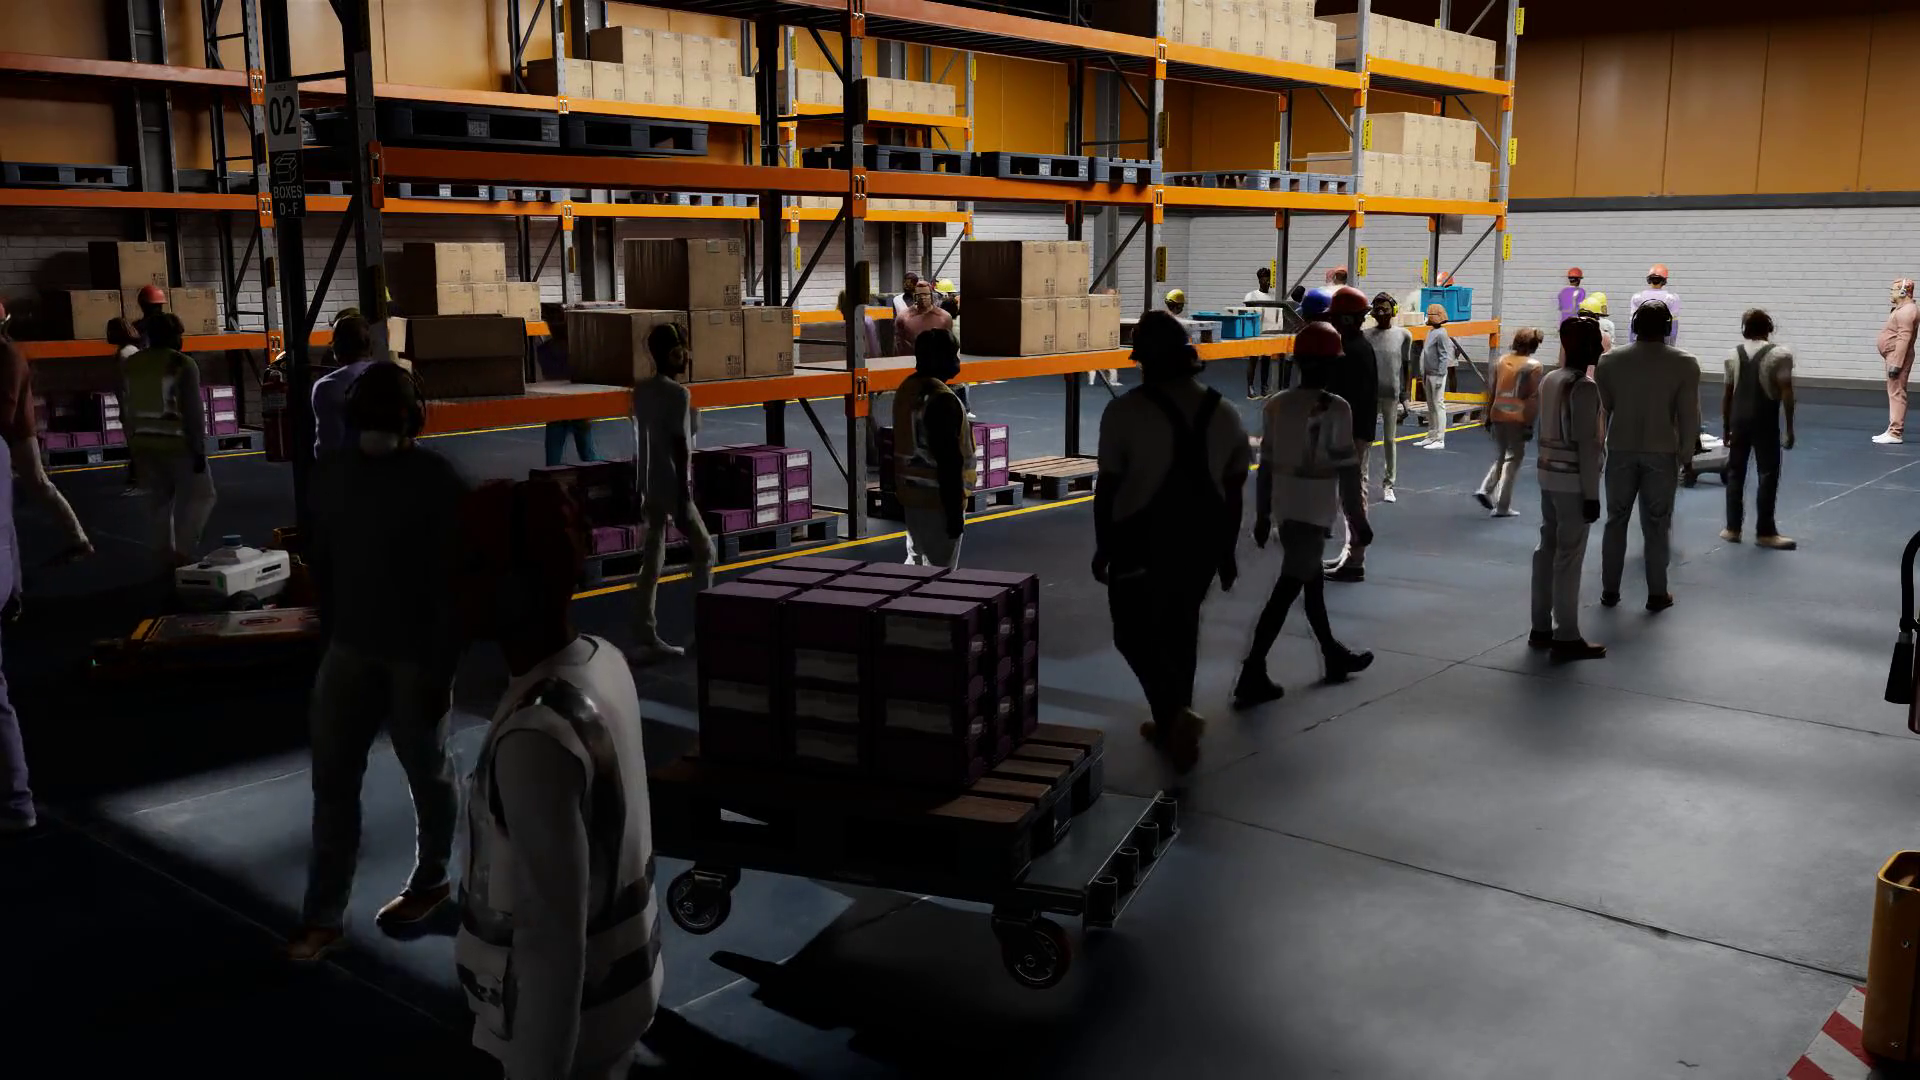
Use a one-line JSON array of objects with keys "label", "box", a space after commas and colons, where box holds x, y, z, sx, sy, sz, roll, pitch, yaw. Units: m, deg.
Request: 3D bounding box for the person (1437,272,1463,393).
[{"label": "person", "box": [6.621, -2.700, 22.808, 0.542, 1.932, 0.383, 8, 13, 39]}]

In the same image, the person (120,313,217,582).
[{"label": "person", "box": [-5.329, -0.614, 11.224, 0.632, 1.823, 0.439, 3, 10, 15]}]

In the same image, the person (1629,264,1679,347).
[{"label": "person", "box": [9.265, -2.659, 22.238, 0.609, 2.044, 0.393, 6, 11, 30]}]

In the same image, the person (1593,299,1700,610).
[{"label": "person", "box": [4.276, -0.533, 10.433, 0.635, 1.937, 0.353, 6, 12, 30]}]

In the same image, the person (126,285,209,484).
[{"label": "person", "box": [-7.781, -1.520, 16.186, 0.568, 1.884, 1.001, 5, 11, 27]}]

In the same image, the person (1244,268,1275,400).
[{"label": "person", "box": [4.510, -3.070, 24.811, 0.609, 1.962, 0.364, -5, 11, -28]}]

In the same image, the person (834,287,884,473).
[{"label": "person", "box": [-1.002, -1.603, 16.677, 0.418, 1.883, 0.678, 3, 10, 16]}]

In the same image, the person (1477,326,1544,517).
[{"label": "person", "box": [4.647, -0.994, 13.984, 0.412, 1.610, 0.526, -5, 11, -25]}]

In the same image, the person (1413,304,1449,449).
[{"label": "person", "box": [5.341, -1.841, 18.747, 0.286, 1.634, 0.500, 0, 10, -2]}]

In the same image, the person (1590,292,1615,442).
[{"label": "person", "box": [7.378, -2.008, 19.384, 0.483, 1.745, 0.299, 8, 13, 38]}]

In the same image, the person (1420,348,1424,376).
[{"label": "person", "box": [8.332, -3.710, 29.375, 0.514, 1.639, 0.310, 4, 11, 23]}]

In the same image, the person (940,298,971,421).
[{"label": "person", "box": [-0.176, -2.139, 20.385, 0.852, 1.655, 0.536, -3, 10, -15]}]

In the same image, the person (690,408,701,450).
[{"label": "person", "box": [-2.771, -1.482, 16.197, 0.680, 1.814, 0.641, -8, 13, -38]}]

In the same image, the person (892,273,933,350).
[{"label": "person", "box": [-0.663, -2.785, 23.329, 0.590, 1.913, 0.393, 3, 10, 16]}]

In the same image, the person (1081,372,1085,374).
[{"label": "person", "box": [2.134, -3.872, 29.938, 0.316, 1.769, 0.525, 2, 10, 10]}]

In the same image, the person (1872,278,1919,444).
[{"label": "person", "box": [10.828, -2.064, 19.243, 0.408, 1.908, 0.645, 6, 11, 29]}]

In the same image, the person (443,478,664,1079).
[{"label": "person", "box": [-0.703, 0.826, 2.866, 0.373, 1.880, 0.598, -1, 10, -4]}]

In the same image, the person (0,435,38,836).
[{"label": "person", "box": [-3.898, 0.222, 6.273, 0.708, 1.882, 0.673, -2, 10, -11]}]

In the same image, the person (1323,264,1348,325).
[{"label": "person", "box": [5.757, -3.171, 25.231, 0.652, 2.019, 0.543, 1, 10, 5]}]

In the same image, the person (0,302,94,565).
[{"label": "person", "box": [-6.641, -0.735, 11.605, 0.602, 1.947, 1.048, 7, 12, 33]}]

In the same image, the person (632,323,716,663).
[{"label": "person", "box": [-1.517, -0.264, 9.155, 0.565, 1.844, 0.740, 10, 14, 44]}]

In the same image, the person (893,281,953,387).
[{"label": "person", "box": [-0.384, -1.798, 17.729, 0.651, 1.906, 0.403, -1, 10, -5]}]

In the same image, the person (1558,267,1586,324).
[{"label": "person", "box": [10.424, -3.661, 28.265, 0.399, 1.928, 0.597, -5, 11, -25]}]

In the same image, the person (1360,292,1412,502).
[{"label": "person", "box": [3.742, -1.265, 14.797, 0.532, 1.869, 0.311, 3, 10, 18]}]

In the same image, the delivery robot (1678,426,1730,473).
[{"label": "delivery robot", "box": [7.043, -0.845, 15.877, 0.707, 0.478, 0.477, -6, 12, -32]}]

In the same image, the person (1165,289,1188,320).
[{"label": "person", "box": [2.534, -2.087, 19.775, 0.533, 1.767, 0.327, 9, 14, 42]}]

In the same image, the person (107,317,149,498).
[{"label": "person", "box": [-7.548, -1.203, 15.116, 0.264, 1.632, 0.508, -3, 10, -15]}]

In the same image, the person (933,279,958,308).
[{"label": "person", "box": [-0.211, -2.629, 22.671, 0.404, 1.829, 0.600, -3, 11, -19]}]

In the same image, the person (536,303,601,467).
[{"label": "person", "box": [-3.232, -1.074, 13.880, 0.571, 1.813, 0.853, 3, 10, 18]}]

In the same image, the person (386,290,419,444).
[{"label": "person", "box": [-5.327, -1.428, 15.604, 0.575, 1.911, 0.618, 5, 11, 24]}]

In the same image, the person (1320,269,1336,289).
[{"label": "person", "box": [6.174, -3.542, 27.661, 0.410, 1.906, 0.642, -6, 12, -31]}]

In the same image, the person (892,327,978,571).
[{"label": "person", "box": [-0.122, -0.199, 8.805, 0.429, 1.842, 0.634, -4, 11, -23]}]

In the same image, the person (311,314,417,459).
[{"label": "person", "box": [-3.129, -0.234, 8.846, 0.471, 1.912, 0.636, 6, 11, 30]}]

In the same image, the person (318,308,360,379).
[{"label": "person", "box": [-4.425, -0.771, 12.118, 0.404, 1.823, 0.591, -9, 13, -41]}]

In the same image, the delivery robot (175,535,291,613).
[{"label": "delivery robot", "box": [-4.302, 0.212, 9.861, 0.477, 0.478, 0.707, 2, 10, 12]}]

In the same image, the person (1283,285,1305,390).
[{"label": "person", "box": [5.066, -2.977, 25.034, 0.530, 1.697, 0.321, 7, 12, 35]}]

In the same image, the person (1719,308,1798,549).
[{"label": "person", "box": [6.130, -0.846, 12.652, 0.396, 1.809, 0.710, -8, 12, -37]}]

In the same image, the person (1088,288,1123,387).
[{"label": "person", "box": [2.359, -3.287, 27.080, 0.604, 1.604, 0.530, -10, 14, -43]}]

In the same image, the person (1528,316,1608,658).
[{"label": "person", "box": [3.389, -0.293, 9.230, 0.355, 1.882, 0.575, -1, 10, -6]}]

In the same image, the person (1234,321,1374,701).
[{"label": "person", "box": [1.755, -0.147, 8.387, 1.001, 1.889, 0.547, -5, 11, -28]}]

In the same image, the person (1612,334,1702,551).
[{"label": "person", "box": [5.174, -0.806, 12.446, 0.628, 1.777, 0.787, 2, 10, 9]}]

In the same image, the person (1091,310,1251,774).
[{"label": "person", "box": [0.923, -0.013, 7.179, 0.684, 2.000, 0.795, -4, 11, -22]}]

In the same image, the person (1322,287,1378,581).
[{"label": "person", "box": [2.631, -0.715, 11.310, 0.395, 1.993, 0.614, 3, 10, 18]}]

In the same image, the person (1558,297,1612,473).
[{"label": "person", "box": [6.259, -1.541, 16.663, 0.528, 1.768, 0.313, 8, 13, 40]}]

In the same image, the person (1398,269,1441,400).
[{"label": "person", "box": [6.872, -3.054, 24.777, 0.769, 1.960, 0.538, 4, 11, 21]}]

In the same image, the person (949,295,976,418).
[{"label": "person", "box": [-0.016, -2.421, 22.047, 0.507, 1.632, 0.265, 5, 11, 25]}]

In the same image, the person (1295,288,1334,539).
[{"label": "person", "box": [2.784, -0.981, 12.958, 0.403, 1.945, 0.614, 2, 10, 9]}]

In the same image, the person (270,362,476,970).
[{"label": "person", "box": [-1.838, 0.401, 5.227, 0.652, 1.896, 0.885, 3, 10, 16]}]

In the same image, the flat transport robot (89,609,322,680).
[{"label": "flat transport robot", "box": [-3.896, 0.541, 9.061, 1.431, 0.197, 0.652, -3, 10, -17]}]
